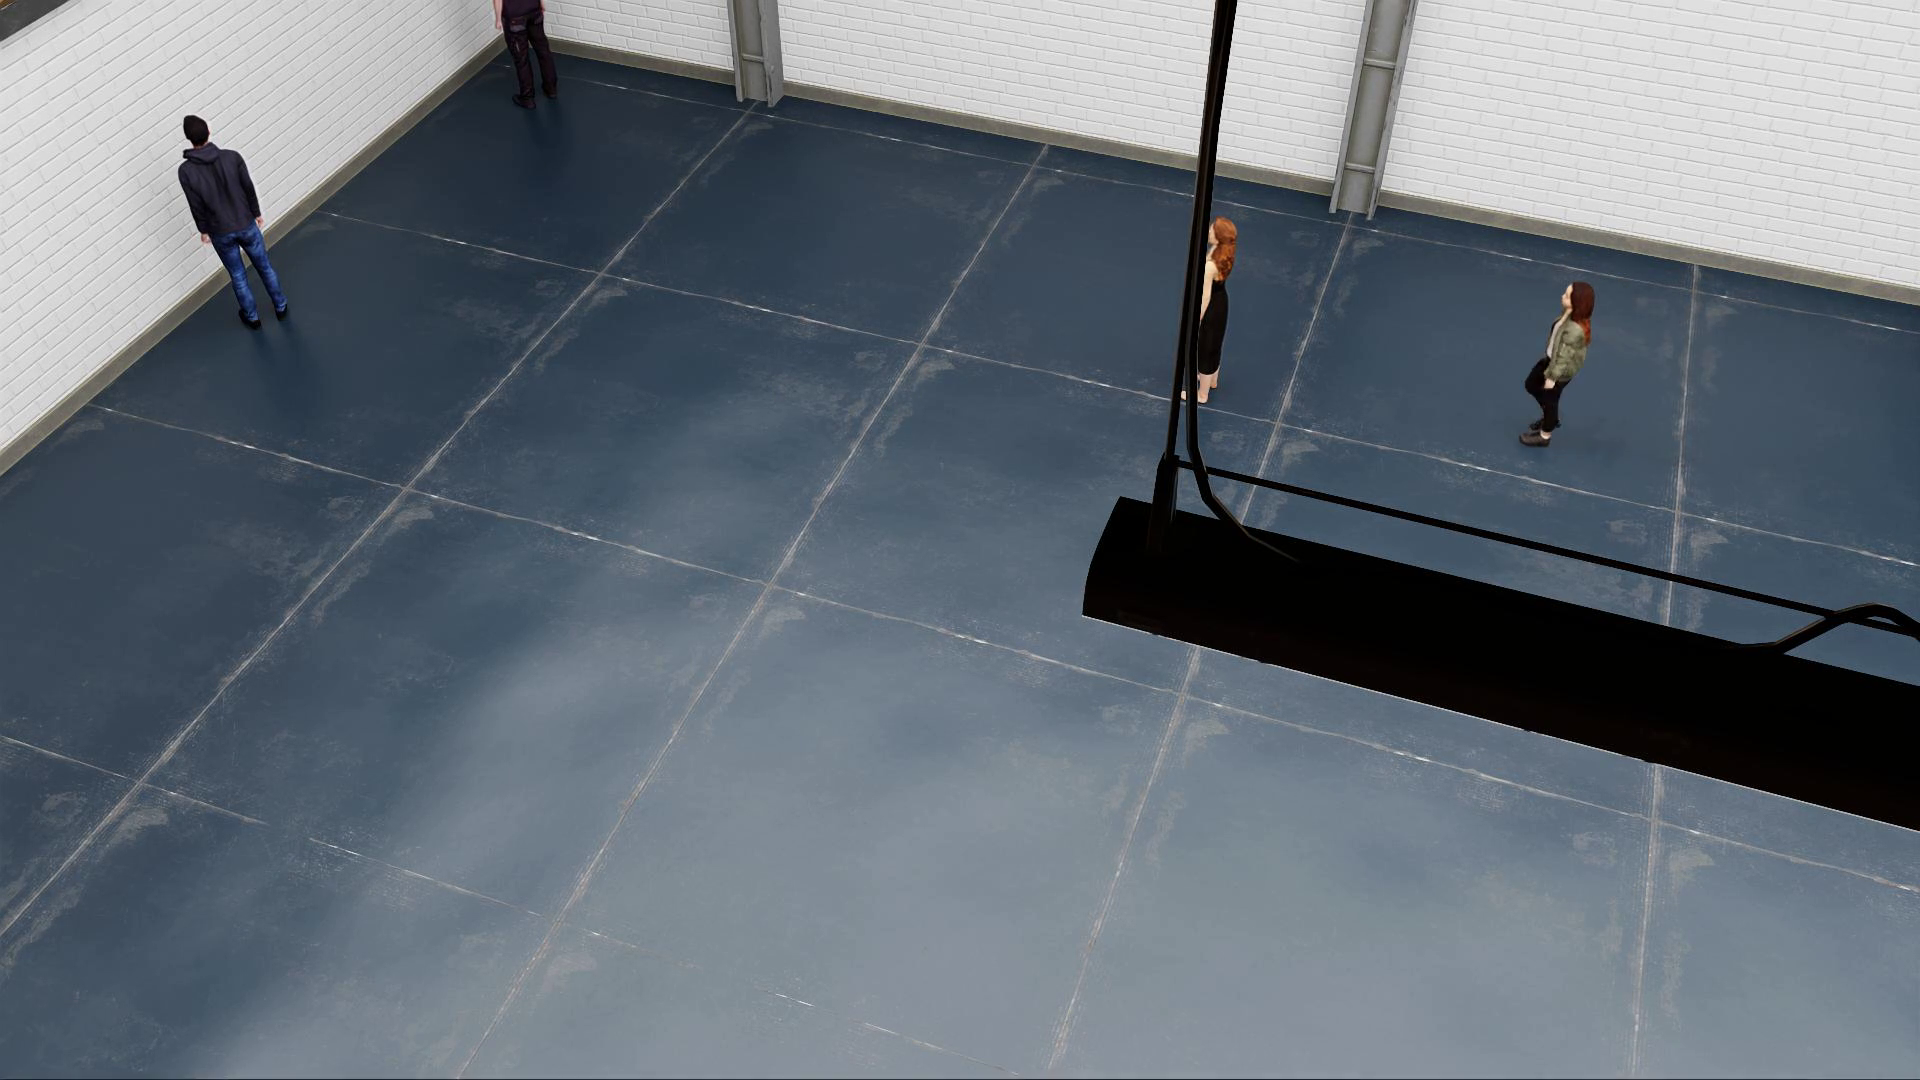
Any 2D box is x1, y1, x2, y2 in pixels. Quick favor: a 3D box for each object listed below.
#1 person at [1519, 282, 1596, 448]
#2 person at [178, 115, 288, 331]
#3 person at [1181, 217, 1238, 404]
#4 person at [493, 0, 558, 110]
[{"bbox_3d":[4.526,-1.282,12.384,0.632,1.468,0.635,6,44,6],"label":"person"},{"bbox_3d":[-5.870,-2.542,13.398,0.762,1.894,0.787,-25,49,-24],"label":"person"},{"bbox_3d":[1.928,-1.766,12.779,0.617,1.625,0.617,22,48,21],"label":"person"},{"bbox_3d":[-4.247,-5.104,16.122,0.794,1.846,0.762,-34,53,-31],"label":"person"}]
